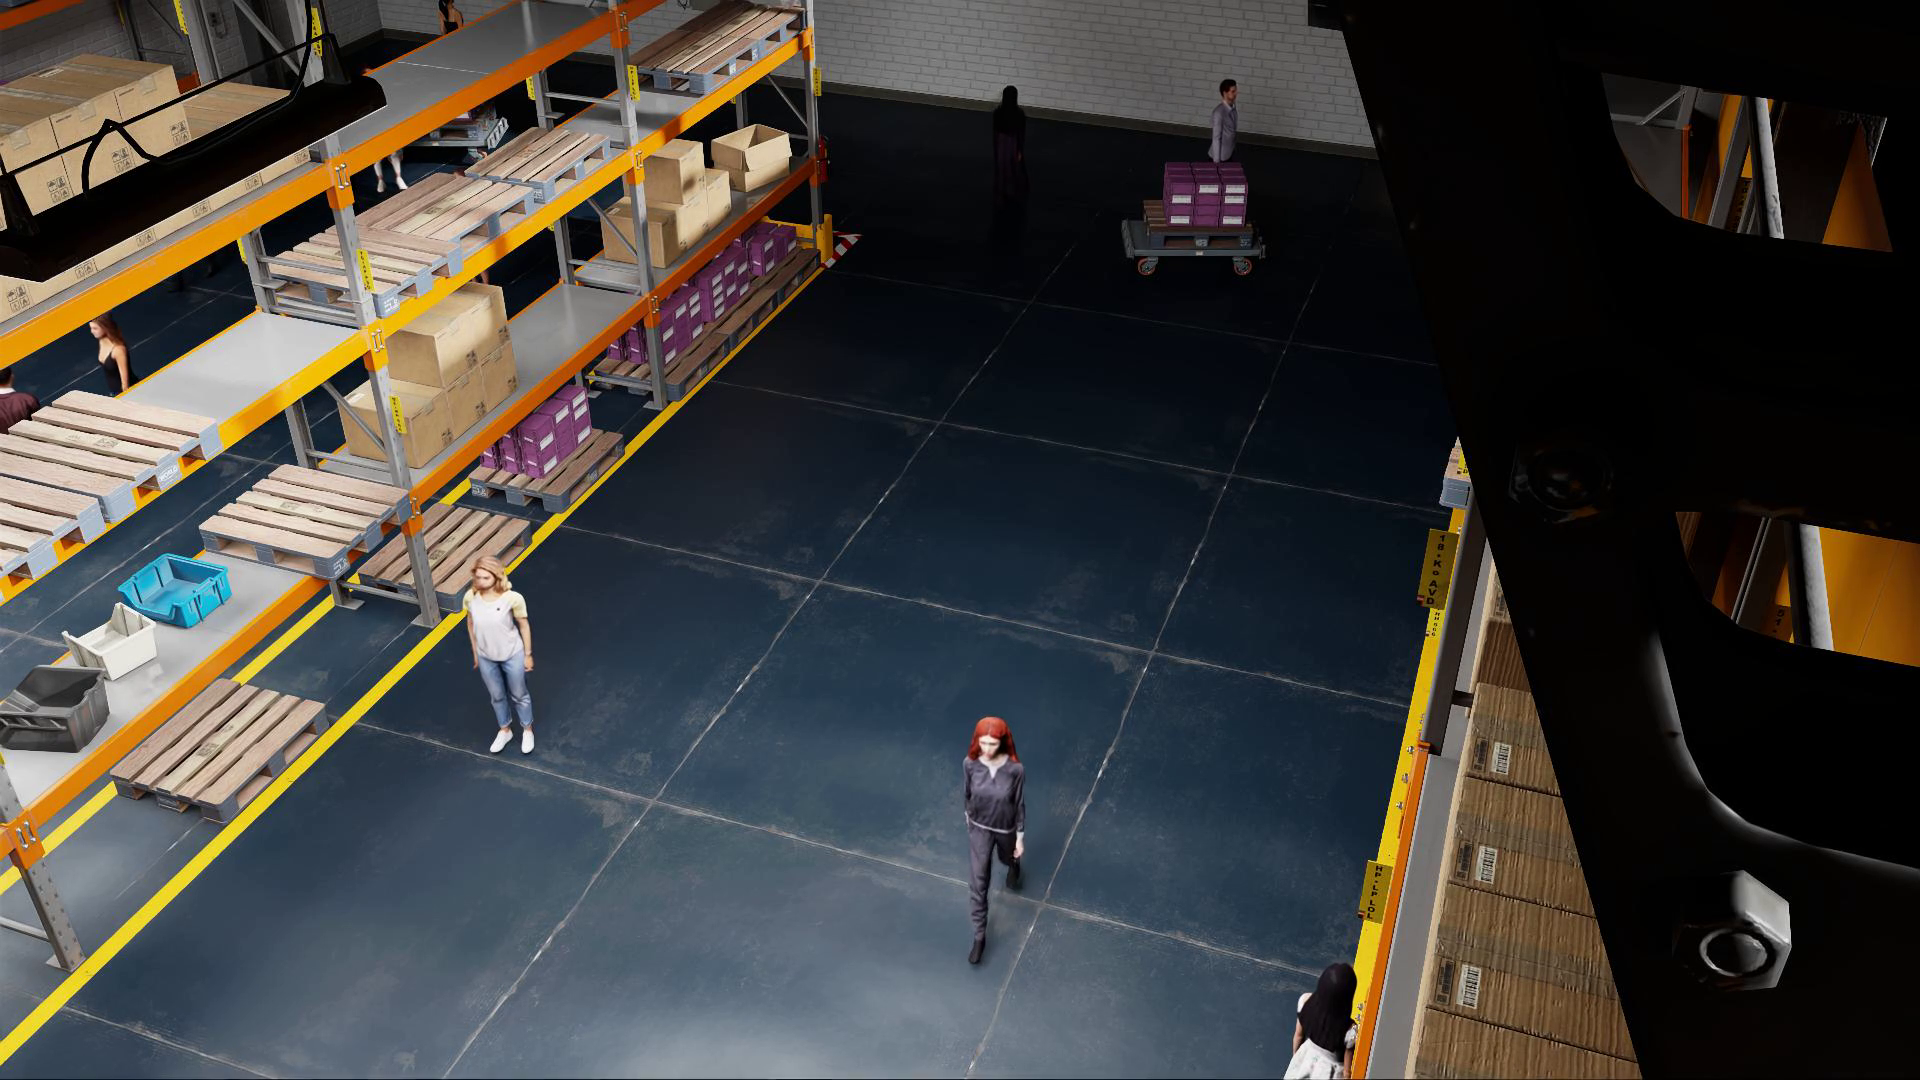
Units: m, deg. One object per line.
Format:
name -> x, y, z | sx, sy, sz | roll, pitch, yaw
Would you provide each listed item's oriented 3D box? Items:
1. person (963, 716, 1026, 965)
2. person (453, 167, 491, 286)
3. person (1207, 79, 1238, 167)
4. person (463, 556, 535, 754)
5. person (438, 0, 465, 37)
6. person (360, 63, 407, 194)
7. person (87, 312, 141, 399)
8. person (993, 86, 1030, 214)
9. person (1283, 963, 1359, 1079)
person -> 0.257, 1.830, 10.801 | 0.699, 1.737, 1.187 | 6, 34, 10
person -> -5.597, -3.521, 19.014 | 0.588, 1.556, 0.615 | 21, 39, 28
person -> 3.253, -4.843, 20.735 | 0.772, 1.852, 0.581 | 18, 37, 24
person -> -3.392, 0.835, 12.306 | 0.686, 1.727, 0.649 | 2, 34, 2
person -> -7.410, -7.235, 24.446 | 0.571, 1.729, 0.534 | 13, 36, 18
person -> -7.582, -5.394, 21.696 | 0.679, 1.706, 0.720 | -10, 35, -14
person -> -7.804, -1.408, 15.705 | 0.750, 1.700, 0.932 | 25, 41, 32
person -> 0.579, -4.952, 21.120 | 0.654, 1.608, 1.091 | 9, 35, 13
person -> 1.961, 2.970, 9.055 | 0.794, 1.769, 0.773 | -26, 41, -33
